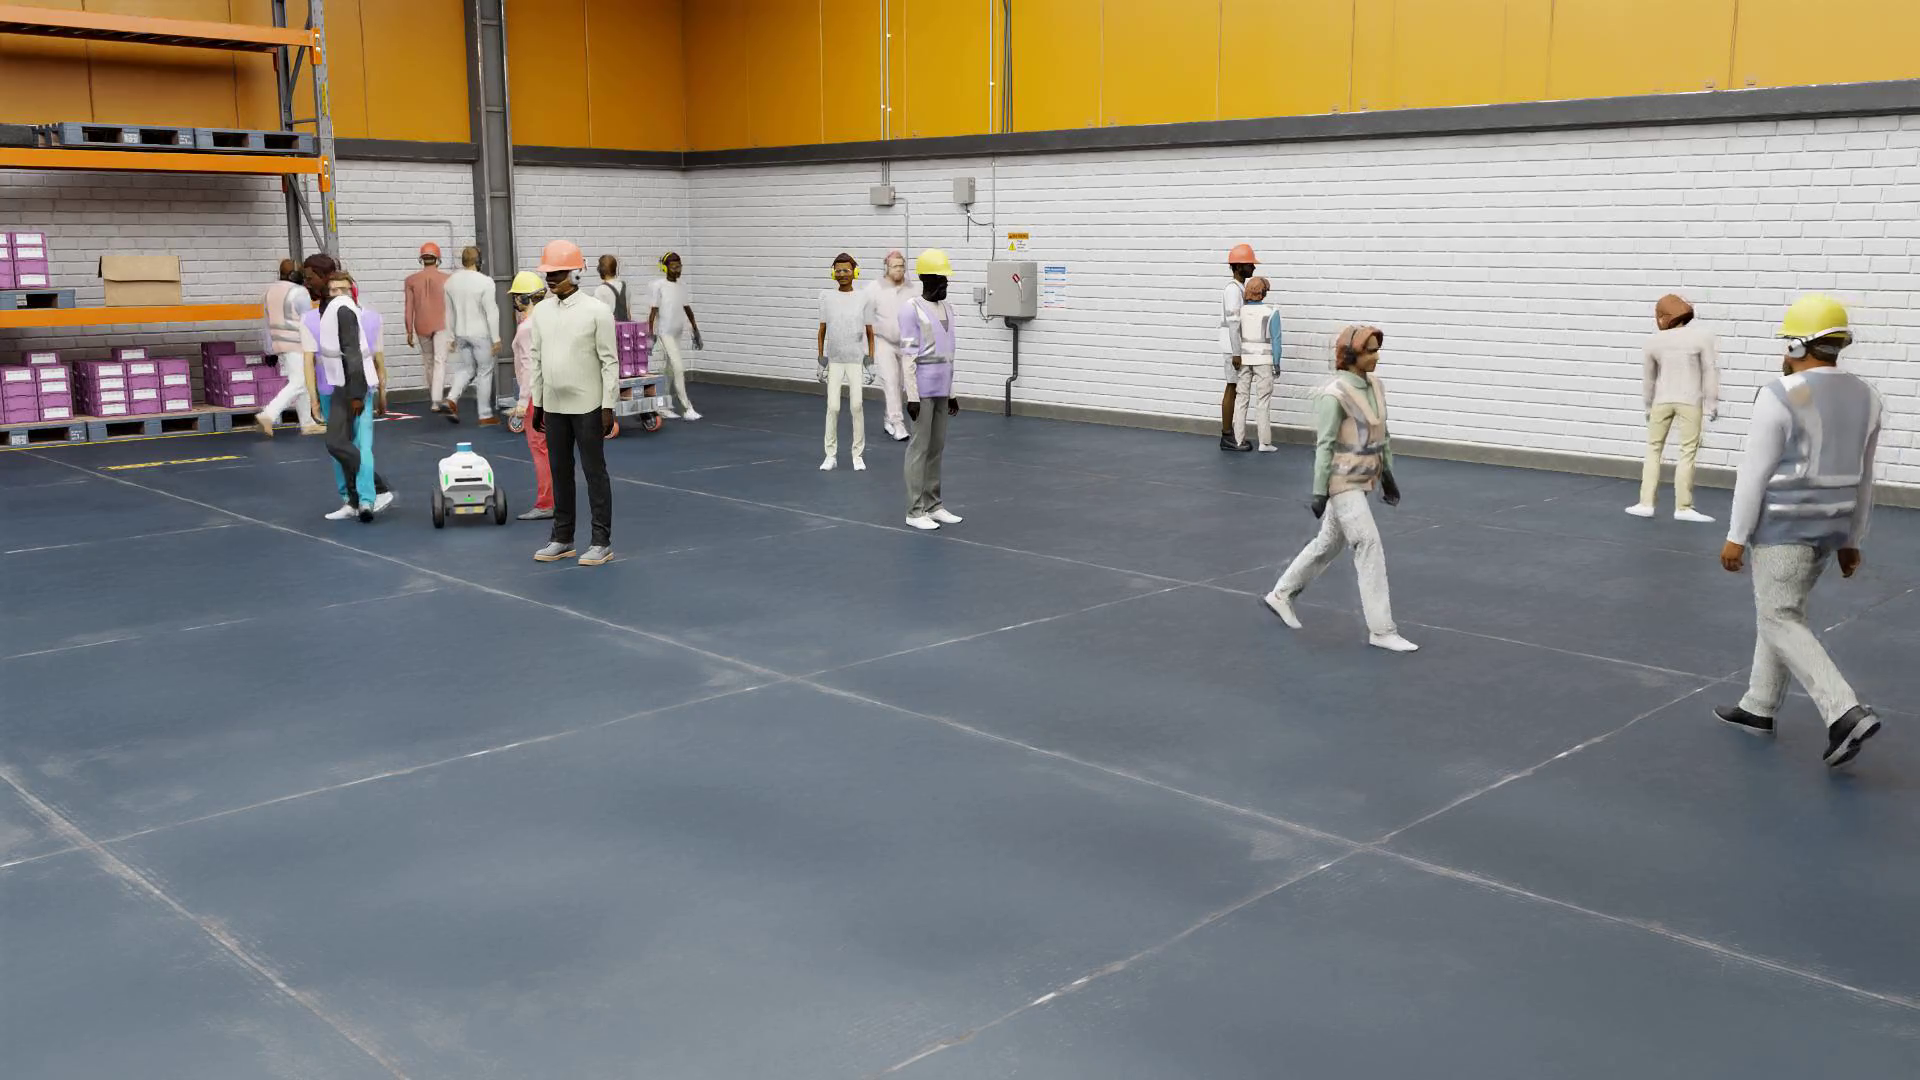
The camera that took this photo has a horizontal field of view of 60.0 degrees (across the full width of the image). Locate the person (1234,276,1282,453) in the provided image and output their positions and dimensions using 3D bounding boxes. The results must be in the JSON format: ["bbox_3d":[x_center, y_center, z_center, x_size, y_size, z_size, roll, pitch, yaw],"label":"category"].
[{"bbox_3d":[2.758,-1.632,15.540,0.511,1.641,0.307,7,12,32],"label":"person"}]

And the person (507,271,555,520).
[{"bbox_3d":[-3.040,-1.024,11.873,0.317,1.769,0.522,1,10,5],"label":"person"}]

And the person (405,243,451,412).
[{"bbox_3d":[-6.065,-2.457,19.224,0.636,1.944,1.042,-1,10,-4],"label":"person"}]

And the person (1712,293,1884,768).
[{"bbox_3d":[3.303,-0.040,6.429,0.594,1.807,0.813,-5,11,-25],"label":"person"}]

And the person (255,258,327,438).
[{"bbox_3d":[-6.723,-1.909,16.614,0.623,1.808,0.819,8,13,36],"label":"person"}]

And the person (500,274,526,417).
[{"bbox_3d":[-4.741,-2.189,18.678,1.027,1.607,0.542,-9,14,-41],"label":"person"}]

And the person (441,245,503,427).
[{"bbox_3d":[-5.128,-2.128,17.468,0.641,1.922,0.579,5,12,27],"label":"person"}]

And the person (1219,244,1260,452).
[{"bbox_3d":[2.627,-1.809,15.685,0.360,1.939,0.543,2,11,10],"label":"person"}]

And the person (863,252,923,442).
[{"bbox_3d":[-0.628,-1.930,16.575,0.666,1.853,0.992,-4,11,-22],"label":"person"}]

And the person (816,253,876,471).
[{"bbox_3d":[-0.984,-1.528,14.337,0.519,1.874,0.331,0,10,2],"label":"person"}]

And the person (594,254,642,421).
[{"bbox_3d":[-3.672,-2.159,17.895,0.761,1.827,0.525,8,13,38],"label":"person"}]

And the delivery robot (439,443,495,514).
[{"bbox_3d":[-3.496,-0.444,11.765,0.477,0.478,0.707,-4,11,-19],"label":"delivery robot"}]

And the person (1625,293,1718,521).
[{"bbox_3d":[5.151,-0.942,11.869,0.599,1.612,0.307,10,14,42],"label":"person"}]

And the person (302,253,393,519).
[{"bbox_3d":[-4.361,-1.069,11.776,0.445,1.896,0.613,-7,12,-33],"label":"person"}]

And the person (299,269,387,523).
[{"bbox_3d":[-4.361,-1.026,11.829,0.557,1.781,0.997,-4,11,-21],"label":"person"}]

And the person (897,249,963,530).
[{"bbox_3d":[-0.197,-1.045,11.549,0.363,1.928,0.587,6,12,29],"label":"person"}]

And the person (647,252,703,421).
[{"bbox_3d":[-3.068,-2.212,18.172,0.832,1.824,0.691,6,12,31],"label":"person"}]

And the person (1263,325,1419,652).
[{"bbox_3d":[1.899,-0.284,8.308,0.868,1.597,0.505,7,13,35],"label":"person"}]

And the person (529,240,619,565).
[{"bbox_3d":[-2.391,-0.835,10.226,0.622,1.990,0.396,5,11,24],"label":"person"}]
